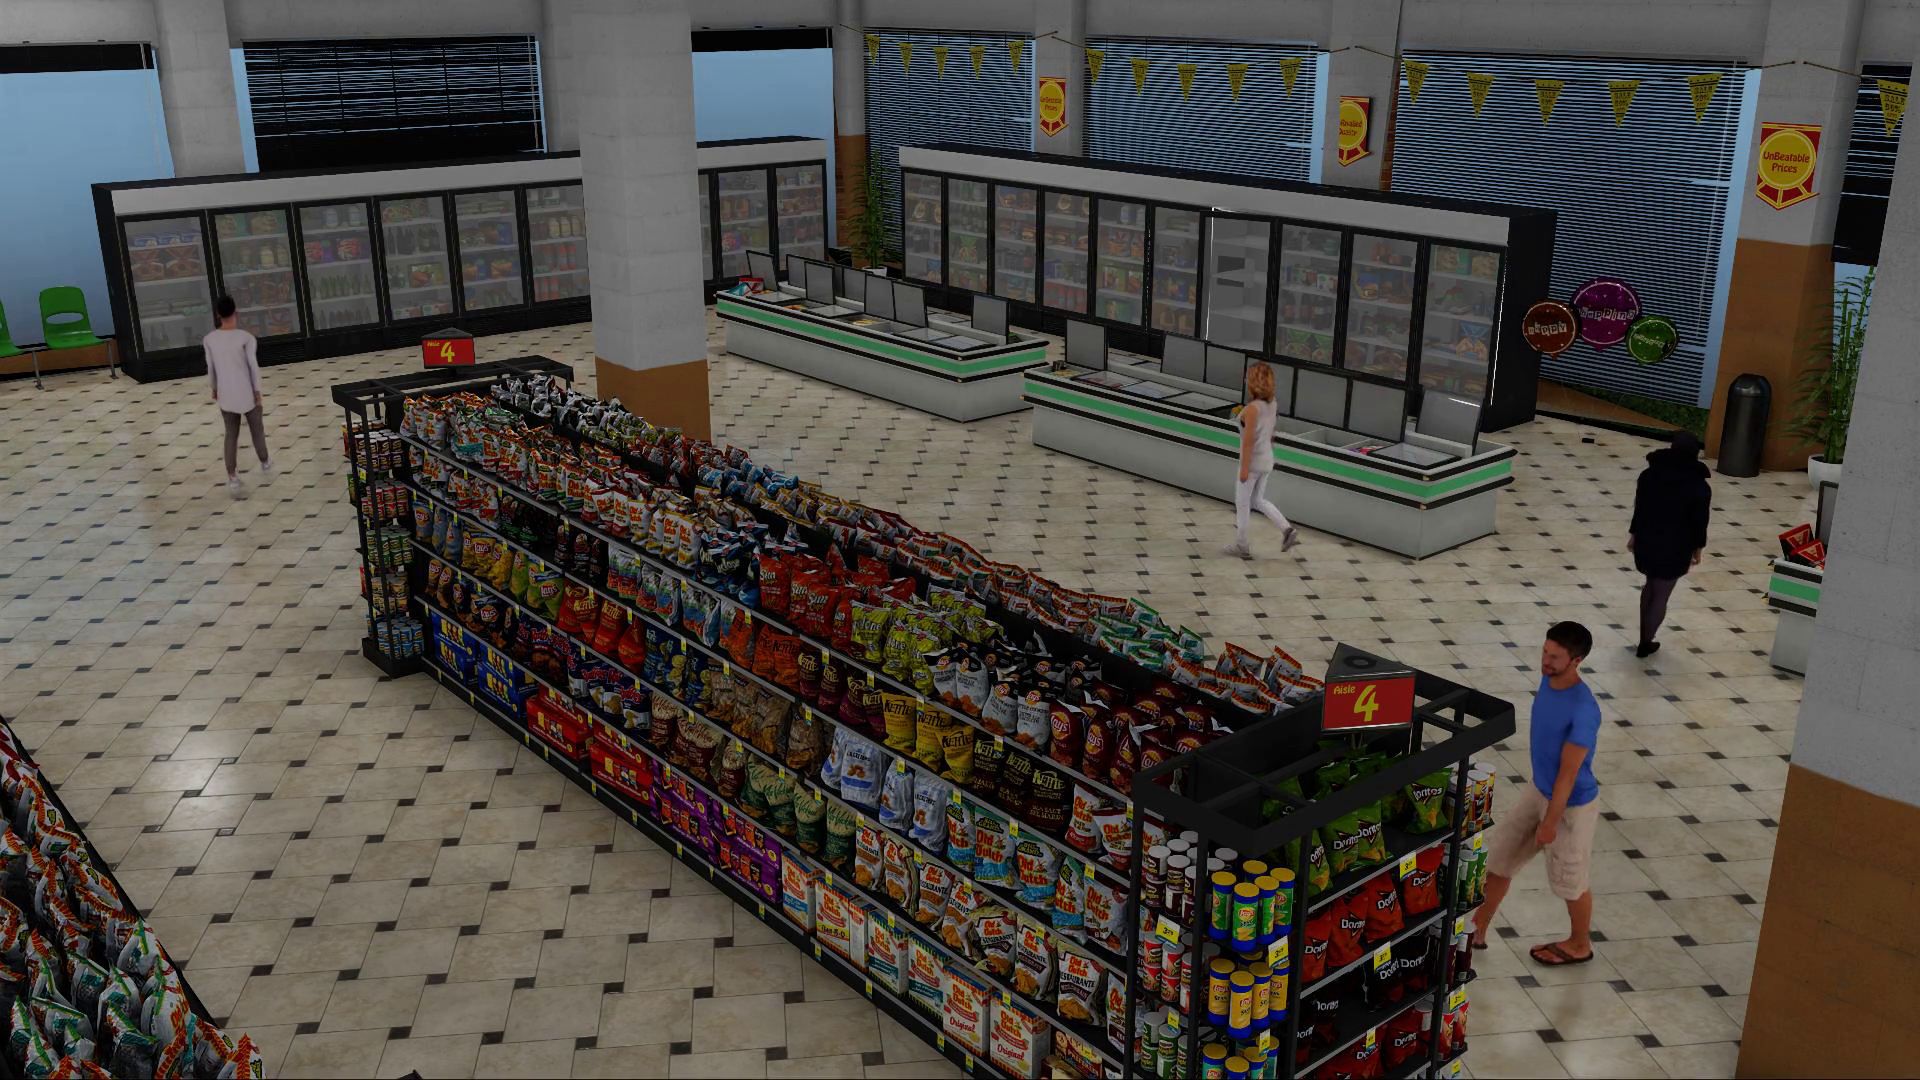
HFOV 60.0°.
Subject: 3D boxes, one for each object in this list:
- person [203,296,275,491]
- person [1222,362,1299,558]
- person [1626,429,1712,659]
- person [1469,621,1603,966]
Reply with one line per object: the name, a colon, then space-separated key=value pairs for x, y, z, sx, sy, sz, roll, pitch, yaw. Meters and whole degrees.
person: x=-6.827 y=-1.342 z=15.656 sx=1.126 sy=1.792 sz=1.287 roll=-1 pitch=19 yaw=-4
person: x=2.519 y=-0.632 z=13.764 sx=0.926 sy=1.654 sz=0.722 roll=13 pitch=23 yaw=34
person: x=4.932 y=0.045 z=11.740 sx=0.731 sy=1.665 sz=0.589 roll=-16 pitch=24 yaw=-39
person: x=2.950 y=1.236 z=7.946 sx=1.070 sy=1.833 sz=1.085 roll=-1 pitch=19 yaw=-3
